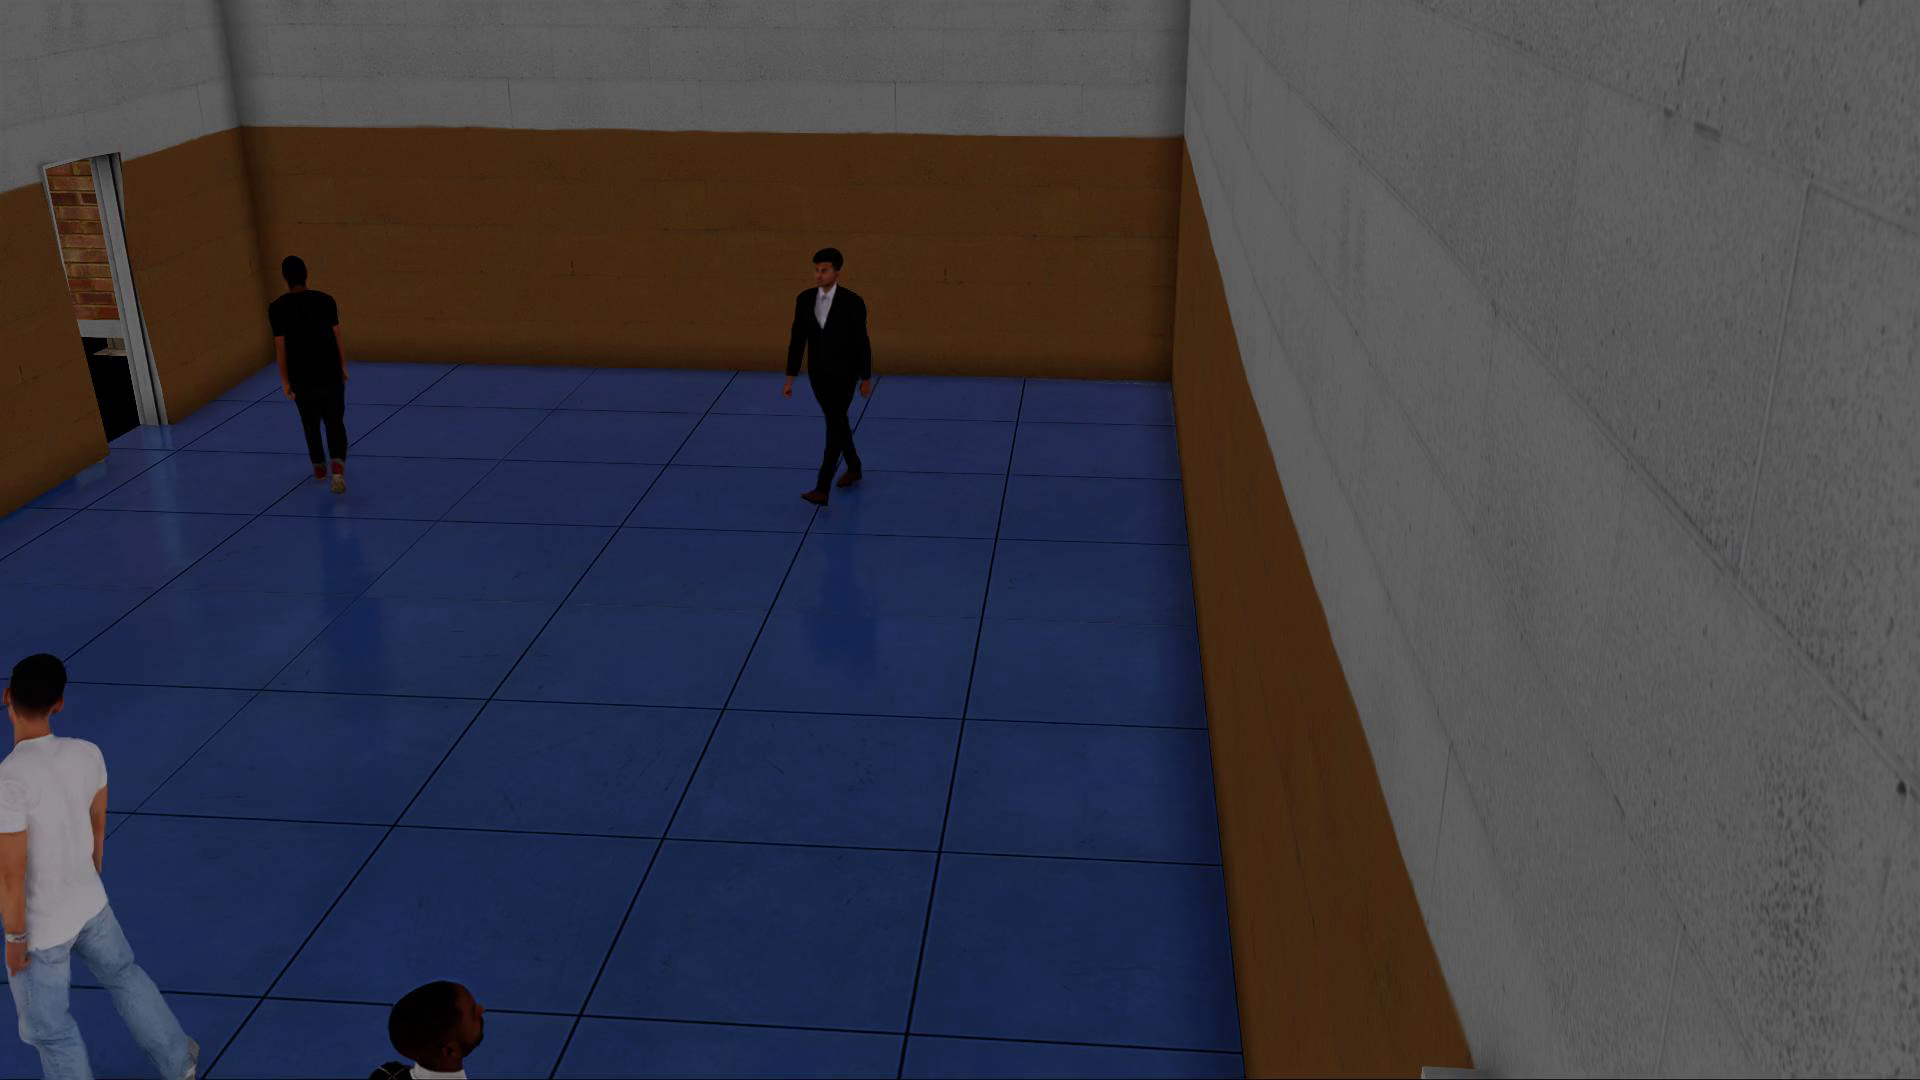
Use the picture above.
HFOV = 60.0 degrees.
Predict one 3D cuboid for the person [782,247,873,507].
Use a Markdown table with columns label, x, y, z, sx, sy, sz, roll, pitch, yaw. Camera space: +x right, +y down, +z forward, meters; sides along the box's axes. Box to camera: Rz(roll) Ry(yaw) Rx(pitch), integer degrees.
| label | x | y | z | sx | sy | sz | roll | pitch | yaw |
| --- | --- | --- | --- | --- | --- | --- | --- | --- | --- |
| person | -0.866 | -1.211 | 12.095 | 1.205 | 1.833 | 1.088 | 12 | 25 | 28 |

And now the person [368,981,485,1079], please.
| label | x | y | z | sx | sy | sz | roll | pitch | yaw |
| --- | --- | --- | --- | --- | --- | --- | --- | --- | --- |
| person | -1.288 | 1.923 | 4.314 | 0.689 | 1.820 | 0.807 | 16 | 27 | 34 |

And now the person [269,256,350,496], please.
| label | x | y | z | sx | sy | sz | roll | pitch | yaw |
| --- | --- | --- | --- | --- | --- | --- | --- | --- | --- |
| person | -4.698 | -1.176 | 12.143 | 1.121 | 1.732 | 0.983 | -7 | 23 | -17 |

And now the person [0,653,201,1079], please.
| label | x | y | z | sx | sy | sz | roll | pitch | yaw |
| --- | --- | --- | --- | --- | --- | --- | --- | --- | --- |
| person | -3.182 | 1.314 | 5.812 | 0.705 | 1.834 | 0.852 | -2 | 22 | -6 |
